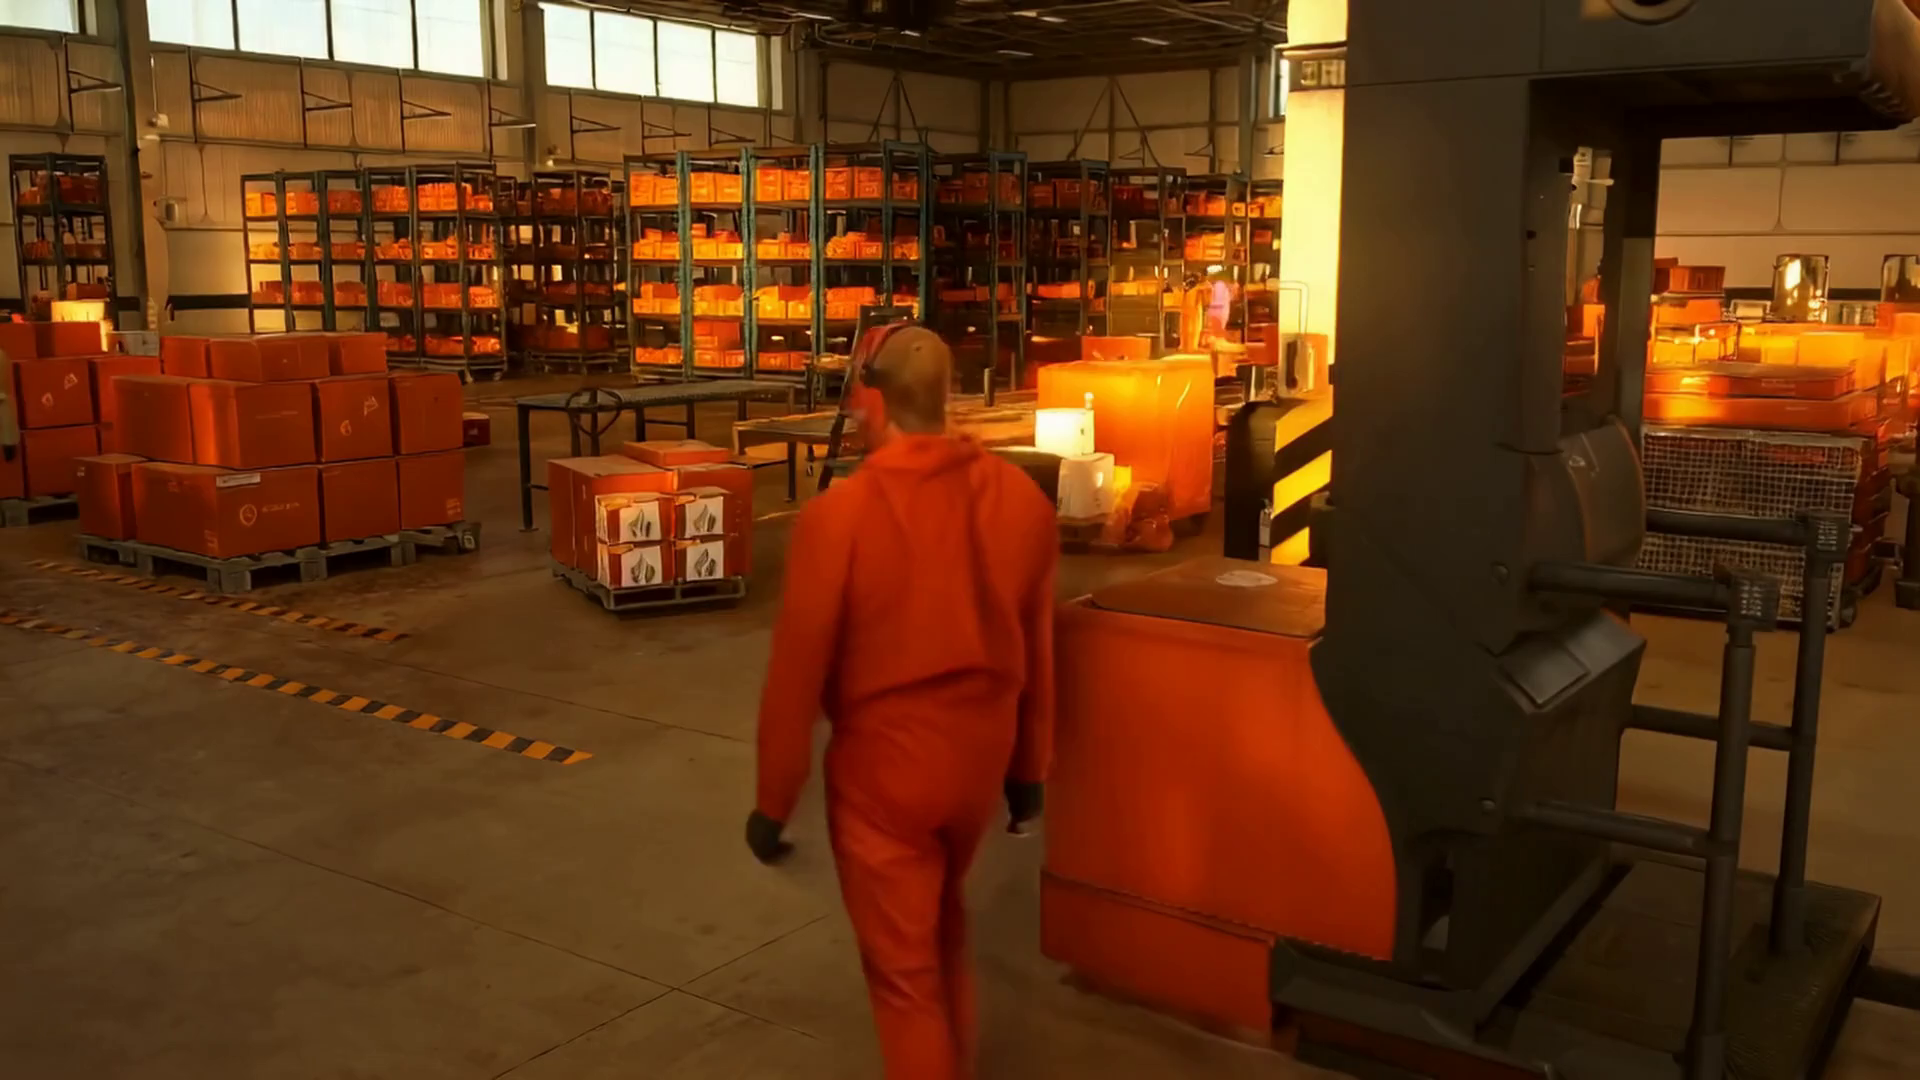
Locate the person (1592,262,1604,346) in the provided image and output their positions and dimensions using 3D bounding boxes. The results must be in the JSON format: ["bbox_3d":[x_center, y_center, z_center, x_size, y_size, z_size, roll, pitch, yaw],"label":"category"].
[{"bbox_3d":[15.186,-5.580,39.415,0.391,1.990,0.623,0,10,0],"label":"person"}]

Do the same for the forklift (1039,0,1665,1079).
[{"bbox_3d":[1.249,-0.137,4.360,1.873,2.768,1.129,7,12,35],"label":"forklift"}]

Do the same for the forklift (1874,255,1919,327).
[{"bbox_3d":[22.089,-5.634,38.796,1.157,1.987,2.680,6,11,33],"label":"forklift"}]

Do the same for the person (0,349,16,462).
[{"bbox_3d":[-6.375,-0.645,10.561,0.649,1.806,0.425,-3,10,-18],"label":"person"}]

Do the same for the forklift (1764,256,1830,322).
[{"bbox_3d":[20.253,-5.854,40.139,1.157,1.987,2.680,7,12,35],"label":"forklift"}]

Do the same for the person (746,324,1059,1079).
[{"bbox_3d":[-0.165,0.488,3.584,0.669,1.886,0.615,-8,12,-40],"label":"person"}]

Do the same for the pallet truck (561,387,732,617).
[{"bbox_3d":[-1.981,-0.274,10.088,0.680,1.201,1.601,-5,11,-28],"label":"pallet truck"}]

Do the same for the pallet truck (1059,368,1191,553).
[{"bbox_3d":[0.845,-0.609,11.869,1.630,1.274,0.653,7,12,35],"label":"pallet truck"}]

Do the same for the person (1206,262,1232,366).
[{"bbox_3d":[4.596,-3.937,29.624,0.670,1.998,0.641,2,10,13],"label":"person"}]

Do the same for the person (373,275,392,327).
[{"bbox_3d":[-12.194,-4.736,35.214,0.590,1.702,0.907,7,12,37],"label":"person"}]

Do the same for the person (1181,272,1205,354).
[{"bbox_3d":[3.767,-3.417,26.973,0.391,1.844,0.563,-1,10,-7],"label":"person"}]
